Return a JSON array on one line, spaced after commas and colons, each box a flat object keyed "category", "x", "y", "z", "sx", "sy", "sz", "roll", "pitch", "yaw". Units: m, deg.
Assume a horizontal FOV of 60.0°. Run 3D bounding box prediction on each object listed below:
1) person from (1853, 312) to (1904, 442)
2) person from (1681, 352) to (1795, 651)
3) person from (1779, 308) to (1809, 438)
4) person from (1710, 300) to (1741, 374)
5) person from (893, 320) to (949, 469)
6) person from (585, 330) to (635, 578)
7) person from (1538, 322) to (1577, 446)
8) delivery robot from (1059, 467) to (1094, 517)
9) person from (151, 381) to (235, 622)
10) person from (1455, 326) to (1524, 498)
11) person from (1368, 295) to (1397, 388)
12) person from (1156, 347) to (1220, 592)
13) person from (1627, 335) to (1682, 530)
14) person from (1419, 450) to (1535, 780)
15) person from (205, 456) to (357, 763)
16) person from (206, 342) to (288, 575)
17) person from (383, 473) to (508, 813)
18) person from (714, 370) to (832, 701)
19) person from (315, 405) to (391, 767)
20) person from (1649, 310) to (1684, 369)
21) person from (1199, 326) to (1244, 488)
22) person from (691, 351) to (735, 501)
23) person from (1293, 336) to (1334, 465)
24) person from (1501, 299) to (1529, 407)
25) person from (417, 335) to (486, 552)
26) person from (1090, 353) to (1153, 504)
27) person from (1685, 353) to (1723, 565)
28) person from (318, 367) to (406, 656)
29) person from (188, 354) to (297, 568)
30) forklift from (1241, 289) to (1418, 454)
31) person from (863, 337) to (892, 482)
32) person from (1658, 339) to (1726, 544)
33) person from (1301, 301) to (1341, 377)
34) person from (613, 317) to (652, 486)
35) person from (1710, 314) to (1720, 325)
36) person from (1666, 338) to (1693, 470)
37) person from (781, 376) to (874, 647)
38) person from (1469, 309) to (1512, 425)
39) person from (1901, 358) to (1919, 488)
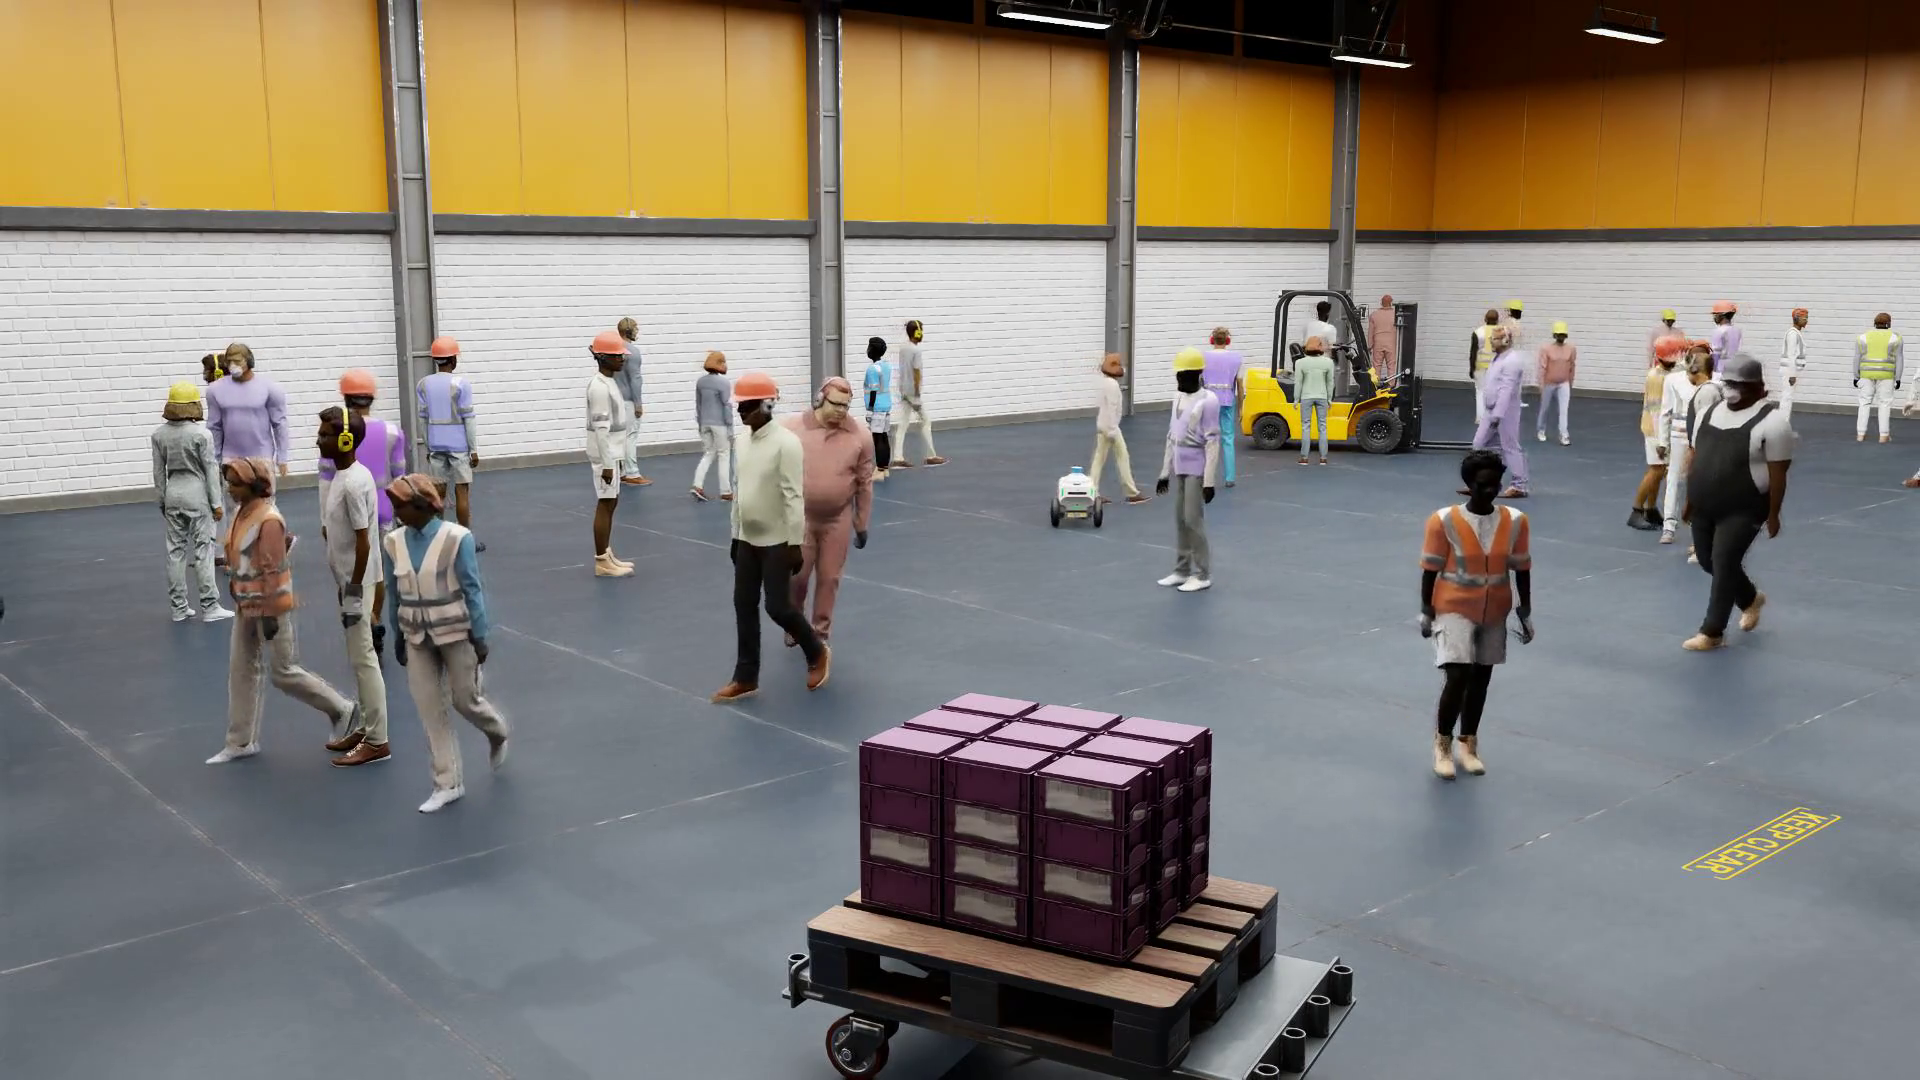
[{"category": "person", "x": 13.051, "y": -2.310, "z": 23.655, "sx": 0.634, "sy": 1.839, "sz": 0.429, "roll": 8, "pitch": 12, "yaw": 37}, {"category": "person", "x": 5.264, "y": -0.295, "z": 11.269, "sx": 0.896, "sy": 2.000, "sz": 0.686, "roll": -5, "pitch": 11, "yaw": -26}, {"category": "person", "x": 12.132, "y": -2.432, "z": 24.239, "sx": 0.339, "sy": 1.882, "sz": 0.581, "roll": 5, "pitch": 11, "yaw": 27}, {"category": "person", "x": 10.546, "y": -2.309, "z": 23.095, "sx": 0.607, "sy": 2.037, "sz": 0.391, "roll": -8, "pitch": 12, "yaw": -38}, {"category": "person", "x": -0.504, "y": -1.810, "z": 20.736, "sx": 0.860, "sy": 1.831, "sz": 0.565, "roll": -6, "pitch": 12, "yaw": -33}, {"category": "person", "x": -2.868, "y": -0.698, "z": 13.667, "sx": 0.394, "sy": 2.038, "sz": 0.606, "roll": -1, "pitch": 10, "yaw": -5}, {"category": "person", "x": 8.402, "y": -2.219, "z": 23.486, "sx": 0.540, "sy": 1.717, "sz": 0.917, "roll": 0, "pitch": 10, "yaw": 3}, {"category": "delivery robot", "x": 1.151, "y": -0.481, "z": 16.423, "sx": 0.477, "sy": 0.478, "sz": 0.707, "roll": 0, "pitch": 10, "yaw": 3}, {"category": "person", "x": -5.560, "y": -0.277, "z": 12.029, "sx": 0.494, "sy": 1.743, "sz": 0.305, "roll": 2, "pitch": 10, "yaw": 10}, {"category": "person", "x": 5.812, "y": -1.385, "z": 18.137, "sx": 0.821, "sy": 1.878, "sz": 0.661, "roll": -1, "pitch": 10, "yaw": -3}, {"category": "person", "x": 8.051, "y": -3.681, "z": 31.486, "sx": 0.651, "sy": 1.906, "sz": 0.403, "roll": 3, "pitch": 10, "yaw": 18}, {"category": "person", "x": 1.818, "y": -0.561, "z": 13.160, "sx": 0.380, "sy": 1.924, "sz": 0.624, "roll": -4, "pitch": 10, "yaw": -21}, {"category": "person", "x": 6.737, "y": -1.034, "z": 16.080, "sx": 0.394, "sy": 1.885, "sz": 0.645, "roll": 6, "pitch": 11, "yaw": 30}, {"category": "person", "x": 2.591, "y": 0.381, "z": 8.352, "sx": 0.548, "sy": 1.680, "sz": 0.480, "roll": -1, "pitch": 10, "yaw": -8}, {"category": "person", "x": -3.605, "y": 0.359, "z": 8.728, "sx": 0.687, "sy": 1.626, "sz": 0.525, "roll": -9, "pitch": 13, "yaw": -43}, {"category": "person", "x": -5.887, "y": -0.670, "z": 13.759, "sx": 0.635, "sy": 1.937, "sz": 0.358, "roll": -1, "pitch": 10, "yaw": -3}, {"category": "person", "x": -2.501, "y": 0.462, "z": 8.086, "sx": 0.541, "sy": 1.606, "sz": 0.628, "roll": 2, "pitch": 10, "yaw": 14}, {"category": "person", "x": -1.124, "y": -0.023, "z": 9.882, "sx": 0.665, "sy": 1.974, "sz": 0.679, "roll": -10, "pitch": 14, "yaw": -44}, {"category": "person", "x": -3.175, "y": 0.235, "z": 8.654, "sx": 0.328, "sy": 1.876, "sz": 0.513, "roll": -4, "pitch": 11, "yaw": -24}, {"category": "person", "x": 12.055, "y": -3.047, "z": 28.313, "sx": 0.535, "sy": 1.719, "sz": 0.888, "roll": 0, "pitch": 10, "yaw": -1}, {"category": "person", "x": 2.946, "y": -1.508, "z": 18.950, "sx": 0.570, "sy": 1.840, "sz": 0.373, "roll": 1, "pitch": 10, "yaw": 4}, {"category": "person", "x": -2.679, "y": -1.212, "z": 17.894, "sx": 0.537, "sy": 1.621, "sz": 0.569, "roll": 8, "pitch": 12, "yaw": 38}, {"category": "person", "x": 4.467, "y": -1.761, "z": 21.038, "sx": 0.498, "sy": 1.633, "sz": 0.284, "roll": 0, "pitch": 10, "yaw": 1}, {"category": "person", "x": 9.538, "y": -3.244, "z": 28.949, "sx": 0.807, "sy": 1.900, "sz": 0.594, "roll": -2, "pitch": 10, "yaw": -12}, {"category": "person", "x": -4.512, "y": -0.838, "z": 14.736, "sx": 0.545, "sy": 1.942, "sz": 0.352, "roll": 3, "pitch": 10, "yaw": 15}, {"category": "person", "x": 1.713, "y": -1.171, "z": 17.641, "sx": 0.752, "sy": 1.600, "sz": 0.523, "roll": -1, "pitch": 10, "yaw": -8}, {"category": "person", "x": 6.402, "y": -0.696, "z": 14.339, "sx": 0.341, "sy": 1.807, "sz": 0.647, "roll": 3, "pitch": 10, "yaw": 20}, {"category": "person", "x": -3.927, "y": -0.184, "z": 10.998, "sx": 0.557, "sy": 1.913, "sz": 0.843, "roll": -7, "pitch": 12, "yaw": -34}, {"category": "person", "x": -6.091, "y": -0.652, "z": 14.006, "sx": 0.836, "sy": 1.832, "sz": 0.515, "roll": -2, "pitch": 10, "yaw": -10}, {"category": "forklift", "x": 5.034, "y": -2.339, "z": 22.783, "sx": 2.313, "sy": 2.155, "sz": 1.214, "roll": 3, "pitch": 10, "yaw": 16}, {"category": "person", "x": -0.971, "y": -1.532, "z": 19.506, "sx": 0.318, "sy": 1.700, "sz": 0.535, "roll": 2, "pitch": 10, "yaw": 14}, {"category": "person", "x": 6.699, "y": -0.890, "z": 15.210, "sx": 0.584, "sy": 1.882, "sz": 0.346, "roll": 3, "pitch": 10, "yaw": 19}, {"category": "person", "x": 5.677, "y": -2.756, "z": 25.974, "sx": 0.806, "sy": 1.933, "sz": 0.642, "roll": -7, "pitch": 12, "yaw": -36}, {"category": "person", "x": -3.835, "y": -1.590, "z": 19.146, "sx": 0.376, "sy": 1.940, "sz": 0.629, "roll": -8, "pitch": 12, "yaw": -38}, {"category": "person", "x": 11.819, "y": -2.731, "z": 25.978, "sx": 1.017, "sy": 1.878, "sz": 0.566, "roll": 5, "pitch": 11, "yaw": 25}, {"category": "person", "x": 8.941, "y": -1.671, "z": 20.532, "sx": 0.520, "sy": 1.631, "sz": 0.323, "roll": -9, "pitch": 13, "yaw": -43}, {"category": "person", "x": -0.915, "y": -0.138, "z": 10.834, "sx": 0.724, "sy": 1.873, "sz": 0.501, "roll": -2, "pitch": 10, "yaw": -9}, {"category": "person", "x": 8.246, "y": -2.674, "z": 25.848, "sx": 0.628, "sy": 1.822, "sz": 0.631, "roll": 0, "pitch": 10, "yaw": 1}, {"category": "person", "x": 11.270, "y": -1.546, "z": 19.041, "sx": 1.014, "sy": 1.901, "sz": 0.641, "roll": -3, "pitch": 10, "yaw": -18}]
